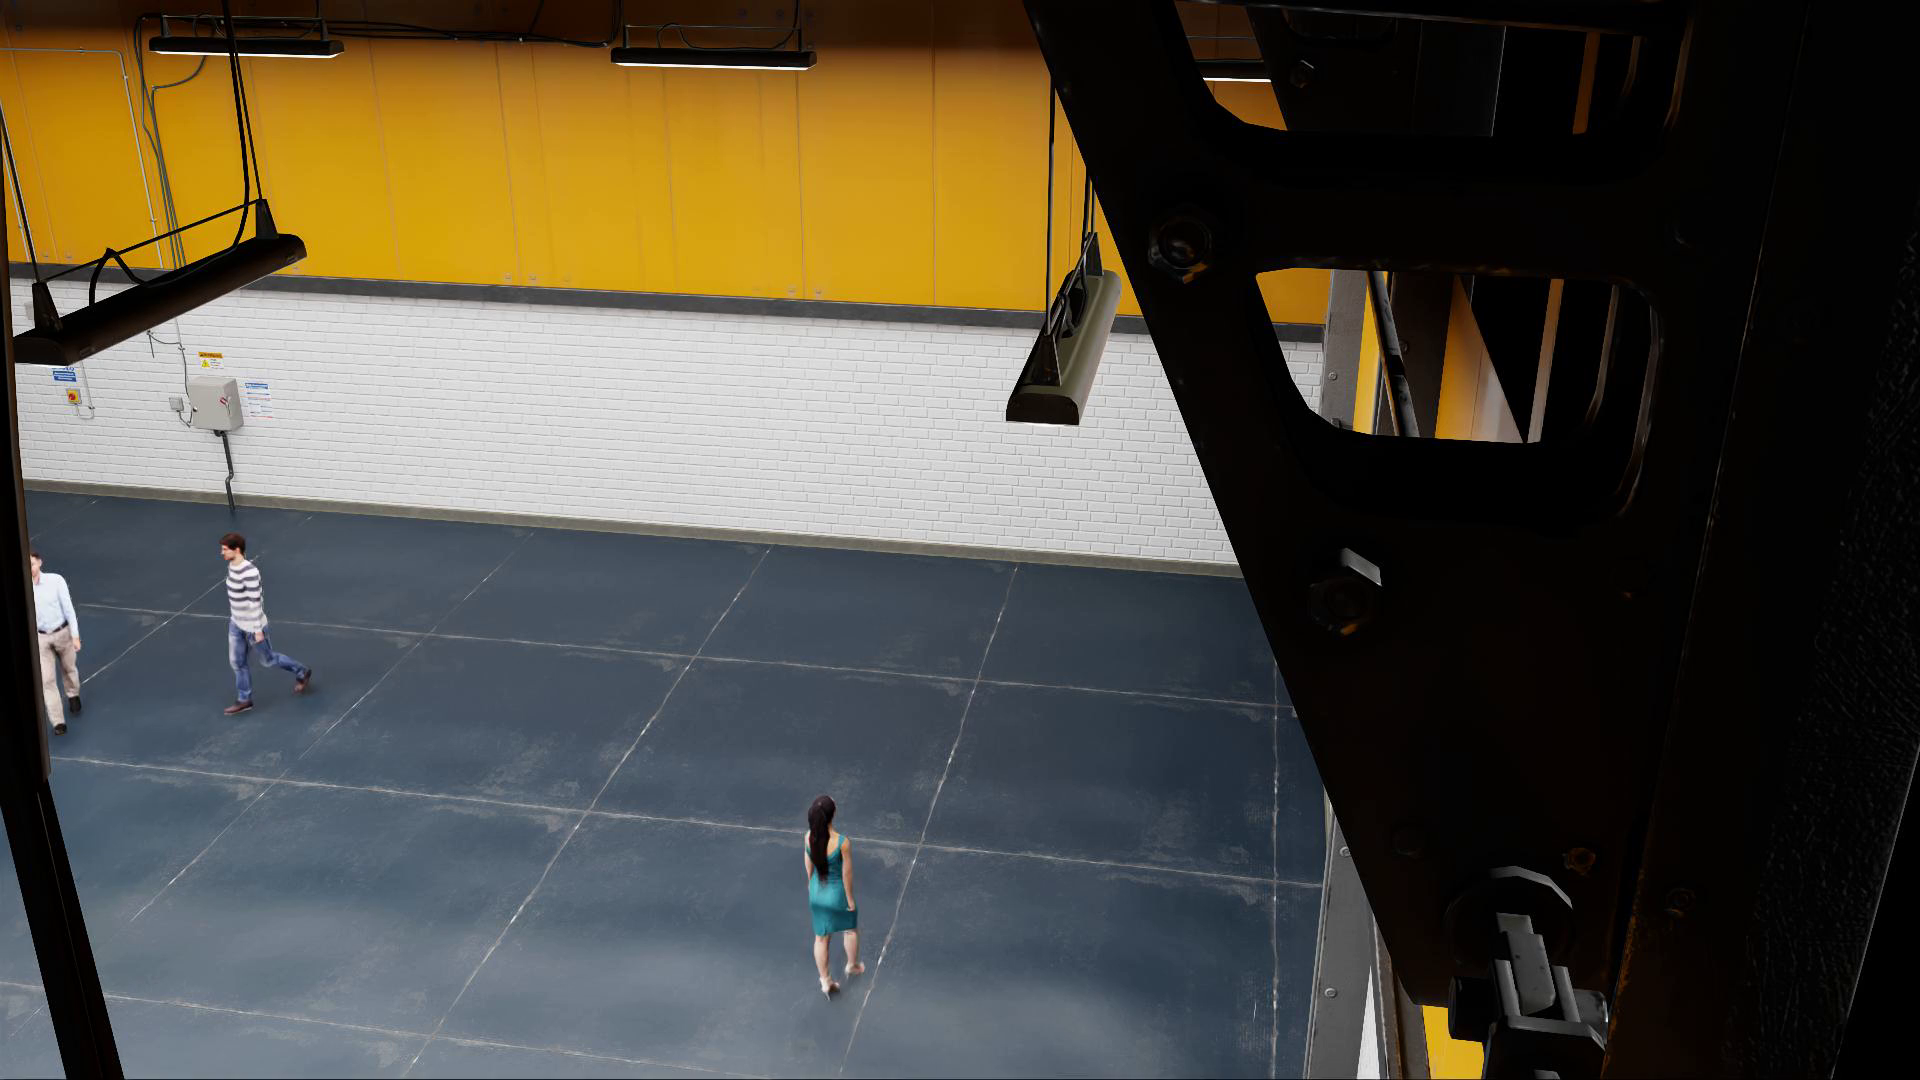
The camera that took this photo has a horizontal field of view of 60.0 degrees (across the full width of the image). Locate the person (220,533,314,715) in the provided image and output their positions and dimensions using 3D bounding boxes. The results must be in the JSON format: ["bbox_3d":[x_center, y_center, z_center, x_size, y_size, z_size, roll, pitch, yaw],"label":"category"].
[{"bbox_3d":[-6.806,0.782,16.160,1.029,1.821,1.227,19,30,37],"label":"person"}]

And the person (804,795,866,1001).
[{"bbox_3d":[-0.978,2.637,12.100,0.667,1.674,0.744,10,25,21],"label":"person"}]

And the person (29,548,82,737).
[{"bbox_3d":[-8.672,0.908,15.909,1.118,1.791,1.255,-12,26,-26],"label":"person"}]
